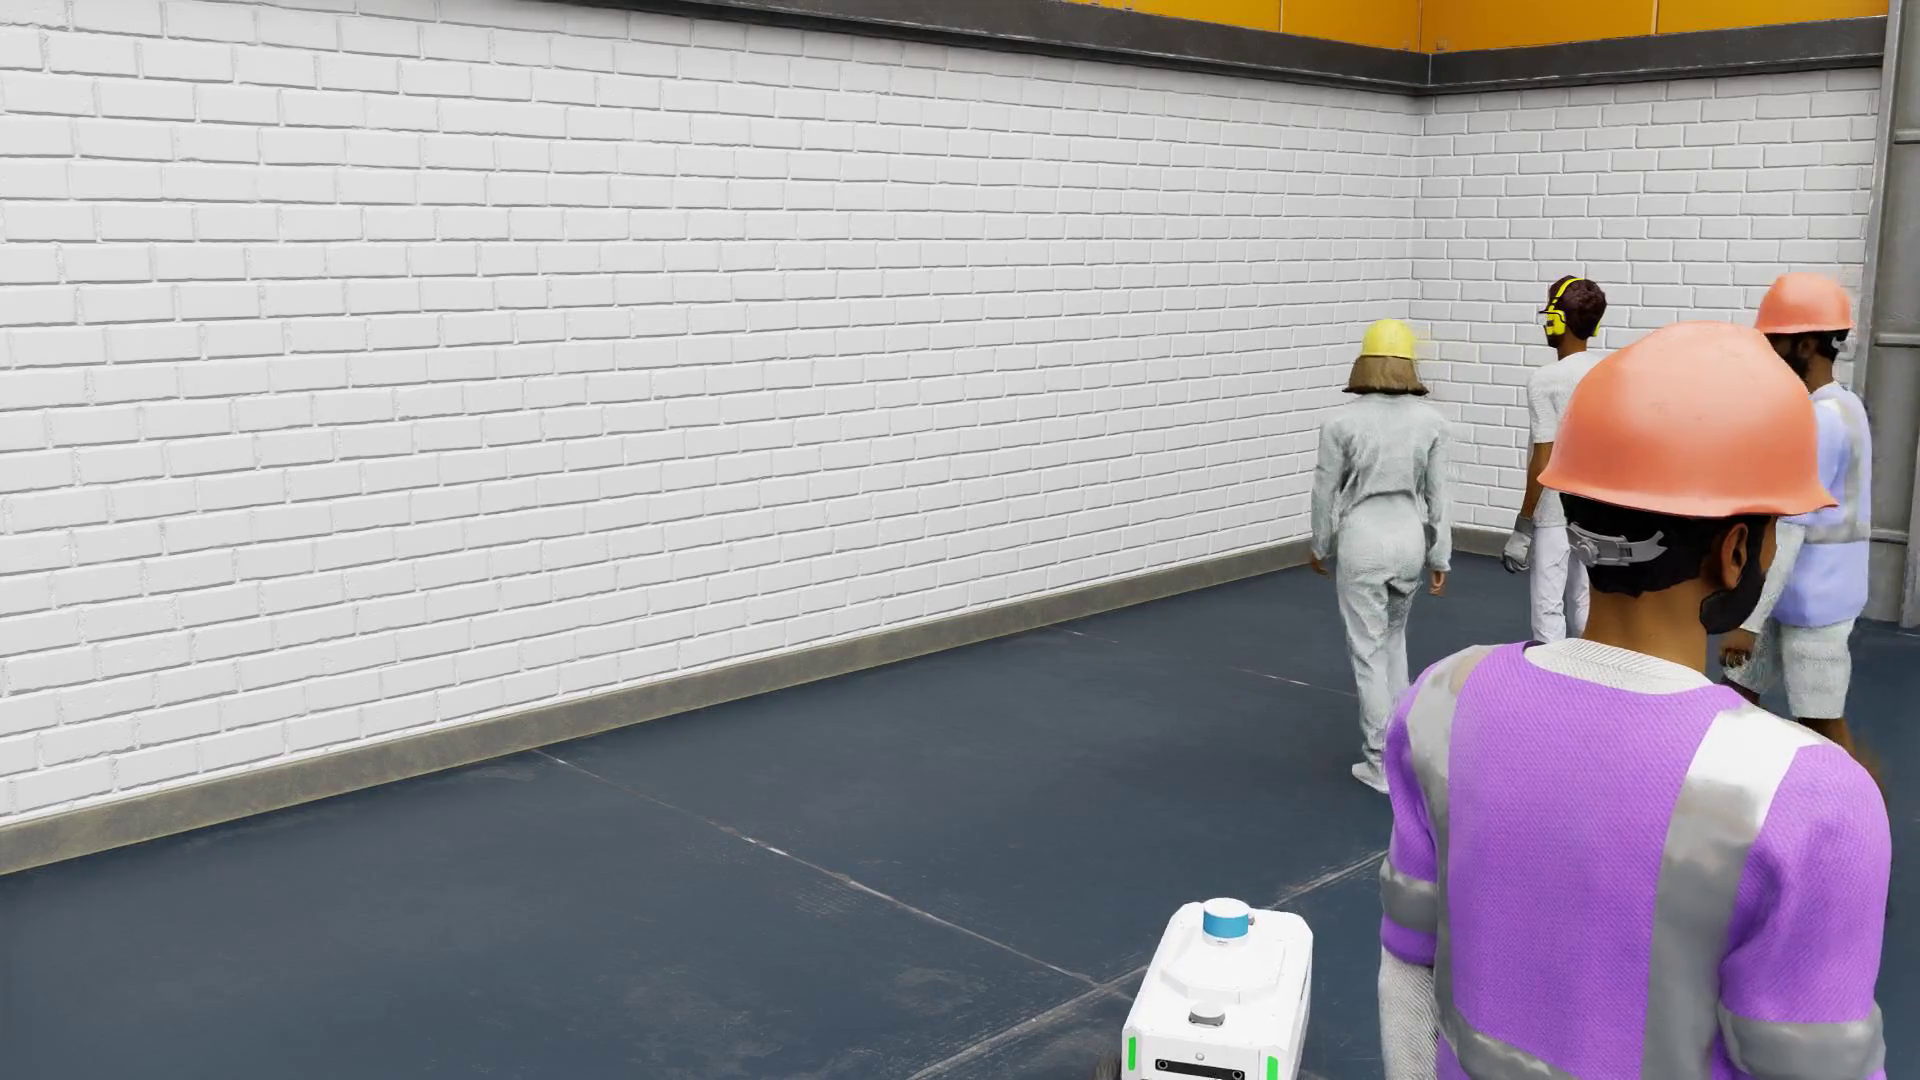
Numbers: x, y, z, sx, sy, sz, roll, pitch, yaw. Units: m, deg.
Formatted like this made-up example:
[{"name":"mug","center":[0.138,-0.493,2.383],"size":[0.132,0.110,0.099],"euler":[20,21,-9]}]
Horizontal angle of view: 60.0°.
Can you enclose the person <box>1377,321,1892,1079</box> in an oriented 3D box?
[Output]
[{"name":"person","center":[0.703,0.741,1.785],"size":[0.356,1.937,0.552],"euler":[-7,13,-34]}]

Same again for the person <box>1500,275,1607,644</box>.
[{"name":"person","center":[2.292,-0.063,6.349],"size":[0.521,1.874,0.327],"euler":[-6,12,-28]}]

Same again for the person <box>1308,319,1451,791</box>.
[{"name":"person","center":[1.531,0.050,6.155],"size":[0.481,1.716,0.538],"euler":[-2,11,-10]}]

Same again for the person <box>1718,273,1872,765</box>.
[{"name":"person","center":[2.398,0.165,5.003],"size":[0.880,1.899,0.570],"euler":[5,12,27]}]

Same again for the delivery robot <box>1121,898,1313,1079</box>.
[{"name":"delivery robot","center":[0.583,1.037,3.685],"size":[0.477,0.478,0.707],"euler":[3,11,16]}]
